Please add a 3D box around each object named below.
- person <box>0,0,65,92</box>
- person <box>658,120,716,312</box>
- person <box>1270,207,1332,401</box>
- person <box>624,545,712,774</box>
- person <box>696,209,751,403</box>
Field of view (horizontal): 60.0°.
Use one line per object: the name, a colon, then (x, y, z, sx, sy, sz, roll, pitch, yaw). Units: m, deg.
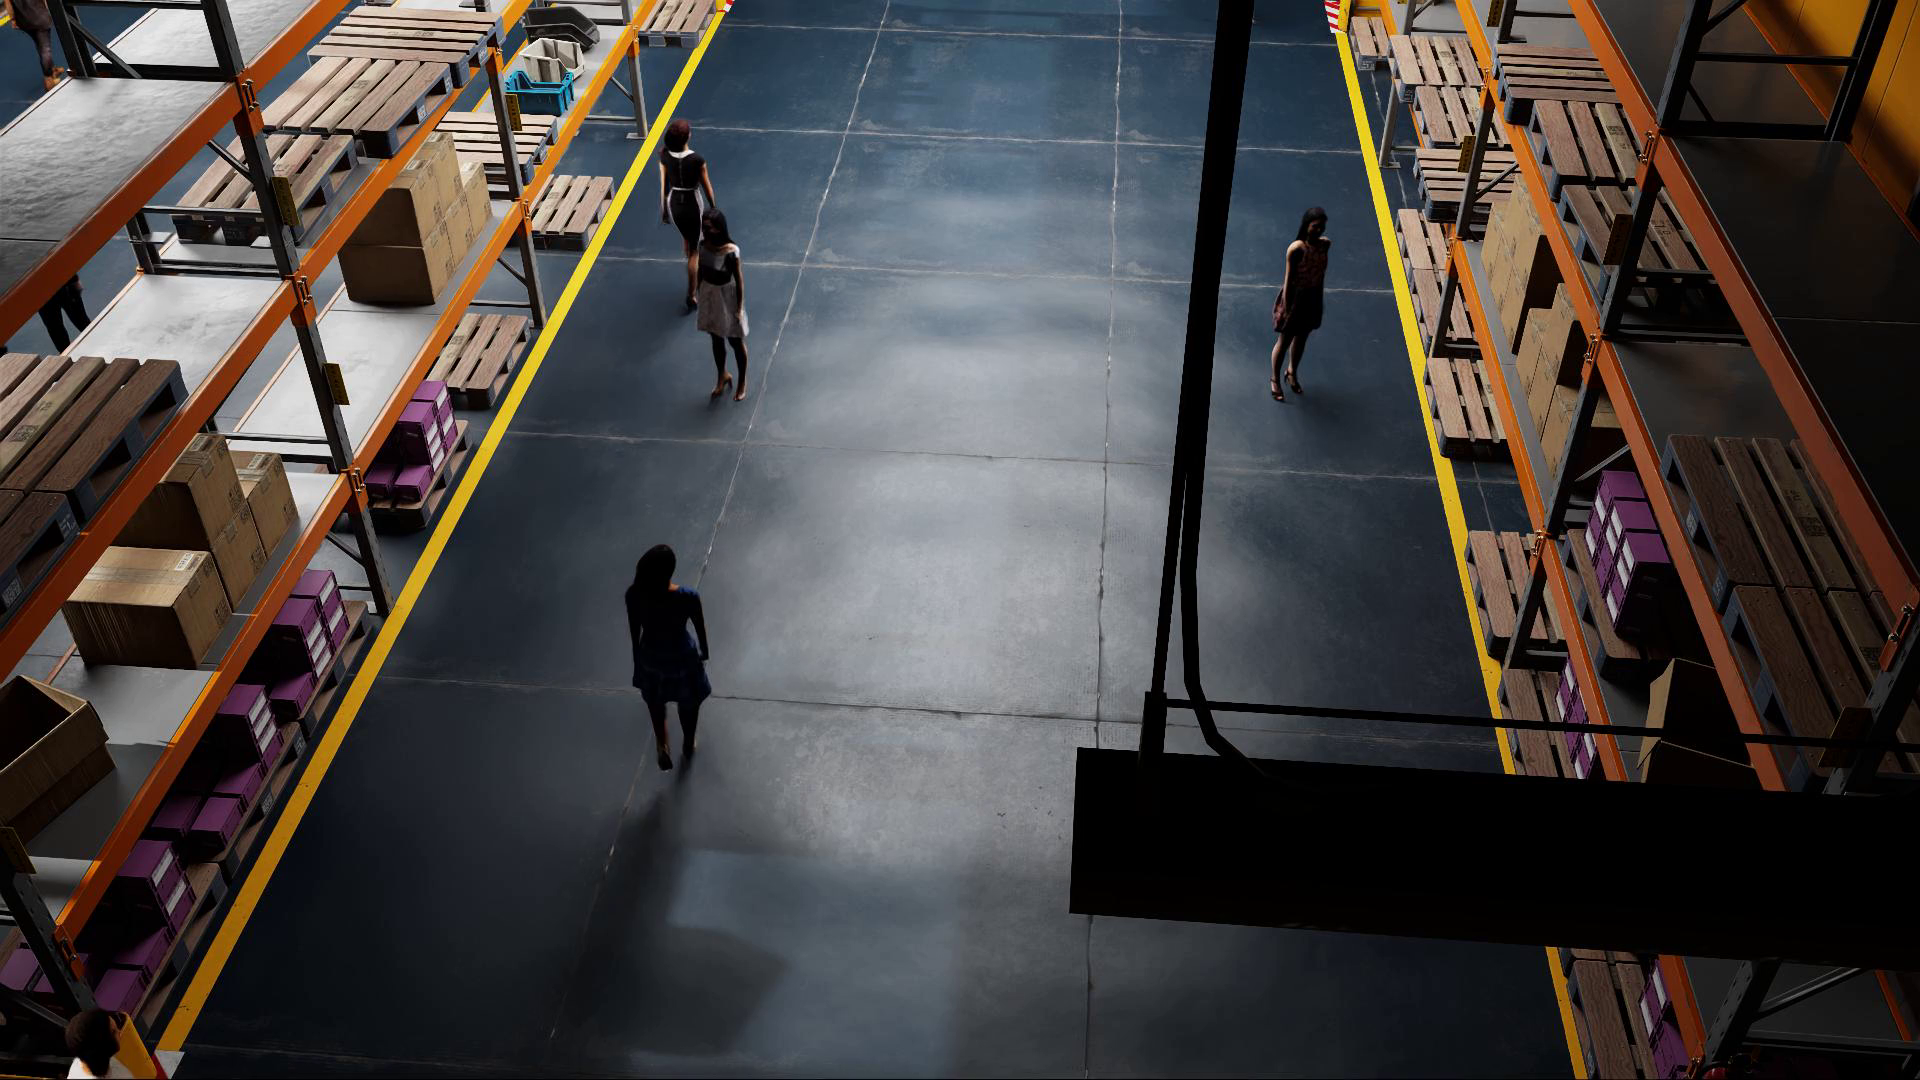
person: (-10.593, -5.940, 18.905, 0.622, 1.696, 0.765, 3, 39, 4)
person: (-2.480, -2.884, 15.016, 0.665, 1.772, 0.937, 6, 39, 8)
person: (2.848, -1.969, 13.870, 0.801, 1.774, 0.845, -19, 42, -22)
person: (-1.817, 0.809, 10.376, 0.710, 1.792, 0.780, -1, 39, -2)
person: (-1.977, -1.949, 13.844, 0.755, 1.774, 0.776, 19, 42, 22)
